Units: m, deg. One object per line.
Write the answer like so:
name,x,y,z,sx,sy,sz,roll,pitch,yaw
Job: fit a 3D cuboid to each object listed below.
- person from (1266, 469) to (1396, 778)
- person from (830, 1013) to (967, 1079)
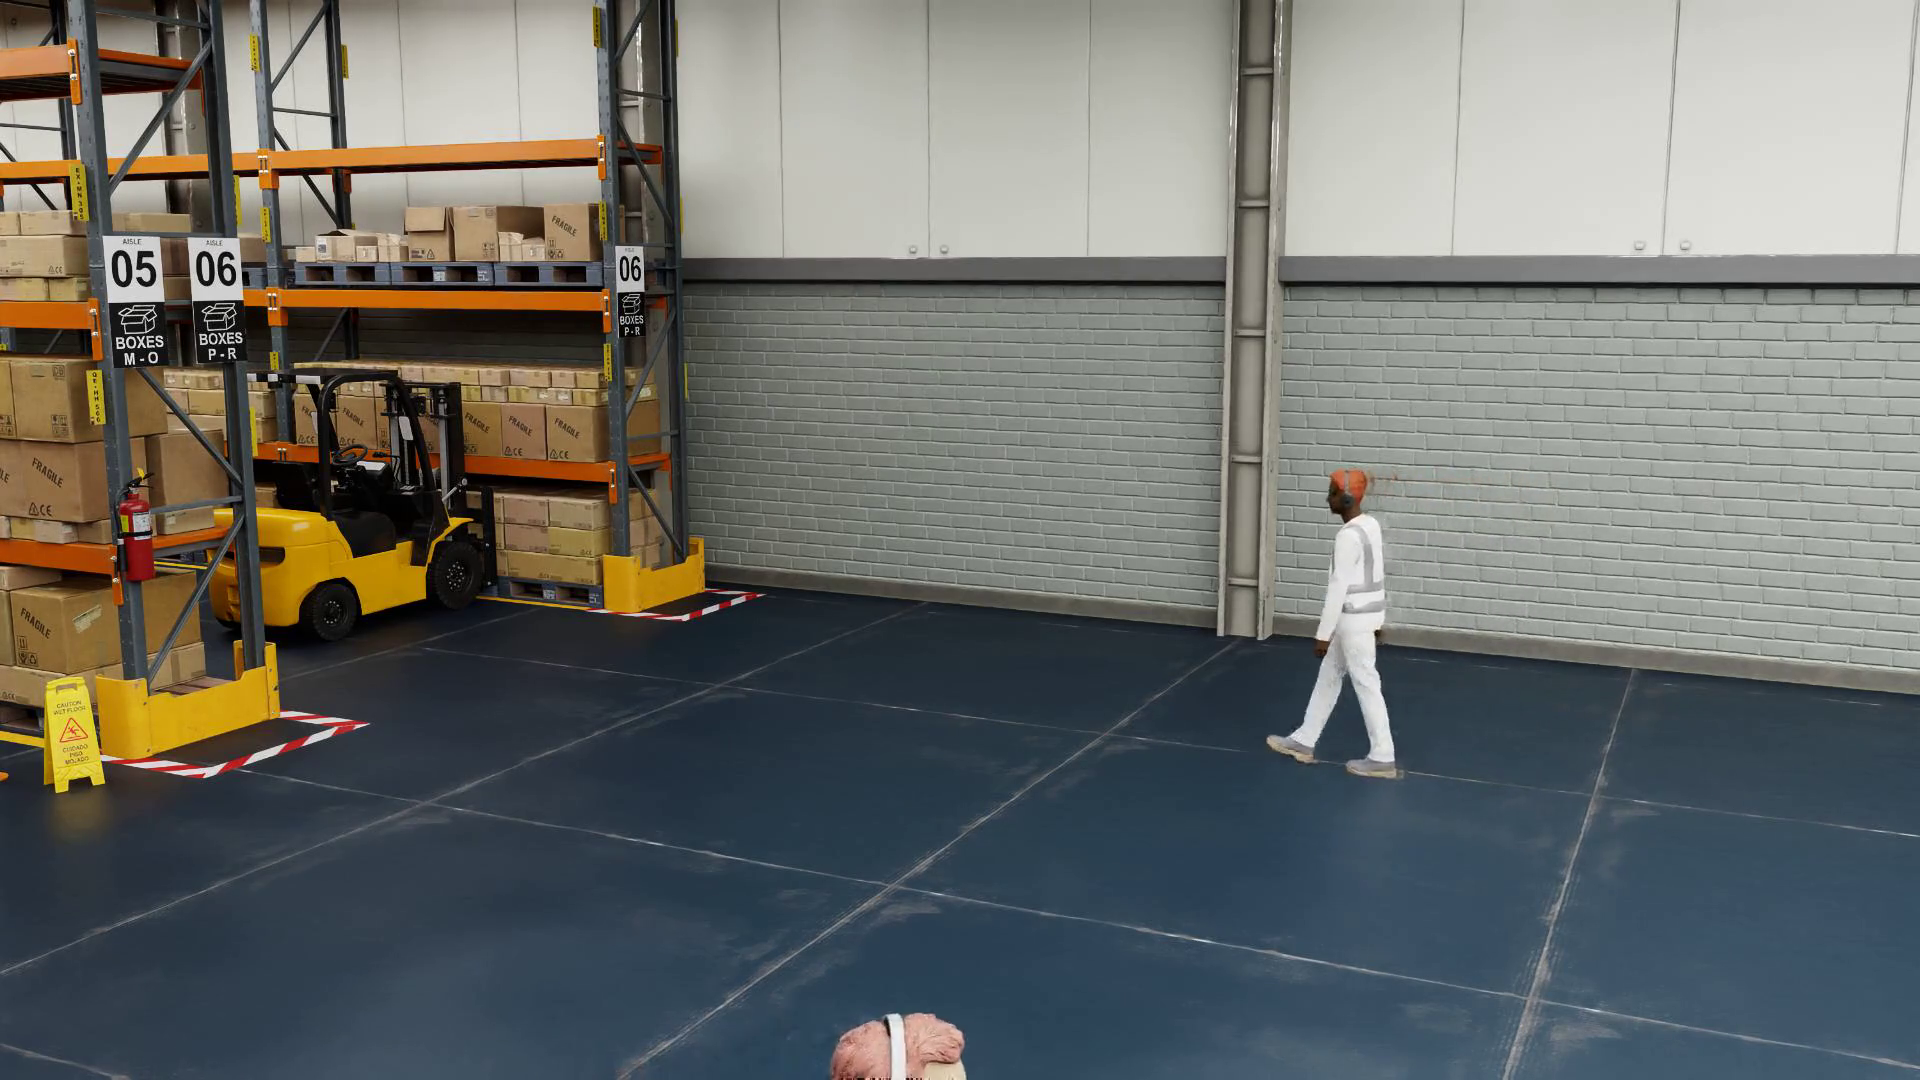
person,2.232,0.495,9.970,0.911,1.844,0.608,4,10,25
person,-0.070,1.679,2.710,0.993,1.857,0.665,0,9,-1
